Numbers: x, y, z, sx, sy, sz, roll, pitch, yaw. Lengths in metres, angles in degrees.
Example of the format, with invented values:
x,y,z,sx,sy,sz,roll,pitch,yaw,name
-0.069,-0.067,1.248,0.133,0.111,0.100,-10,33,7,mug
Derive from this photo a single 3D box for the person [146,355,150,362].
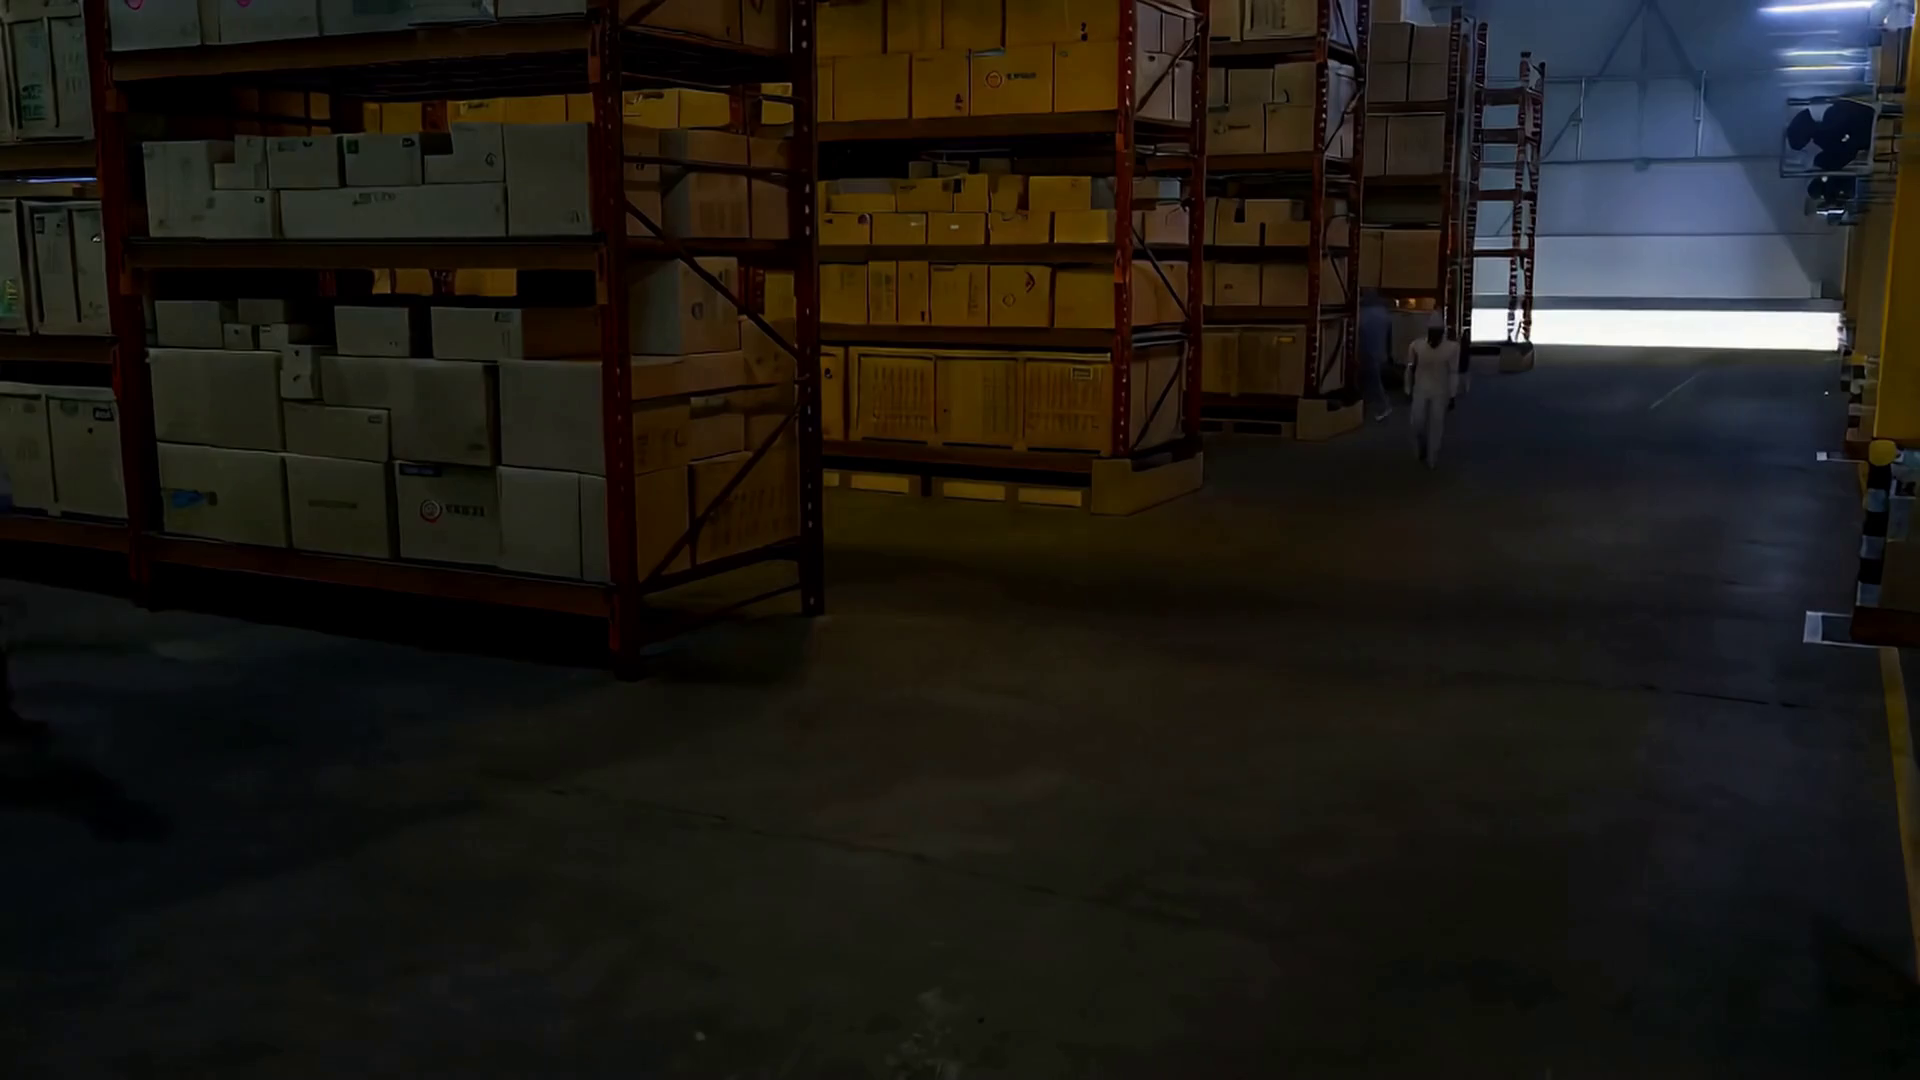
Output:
x,y,z,sx,sy,sz,roll,pitch,yaw,name
-8.027,-1.403,16.097,0.552,1.937,0.356,-7,12,-37,person

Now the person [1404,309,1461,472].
x,y,z,sx,sy,sz,roll,pitch,yaw,name
5.082,-1.615,17.901,0.574,1.734,0.559,4,11,21,person

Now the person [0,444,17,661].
x,y,z,sx,sy,sz,roll,pitch,yaw,name
-5.622,-0.254,9.468,0.786,1.922,0.638,2,10,14,person

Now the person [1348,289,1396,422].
x,y,z,sx,sy,sz,roll,pitch,yaw,name
5.753,-2.580,23.223,0.655,1.842,1.075,-5,11,-26,person
